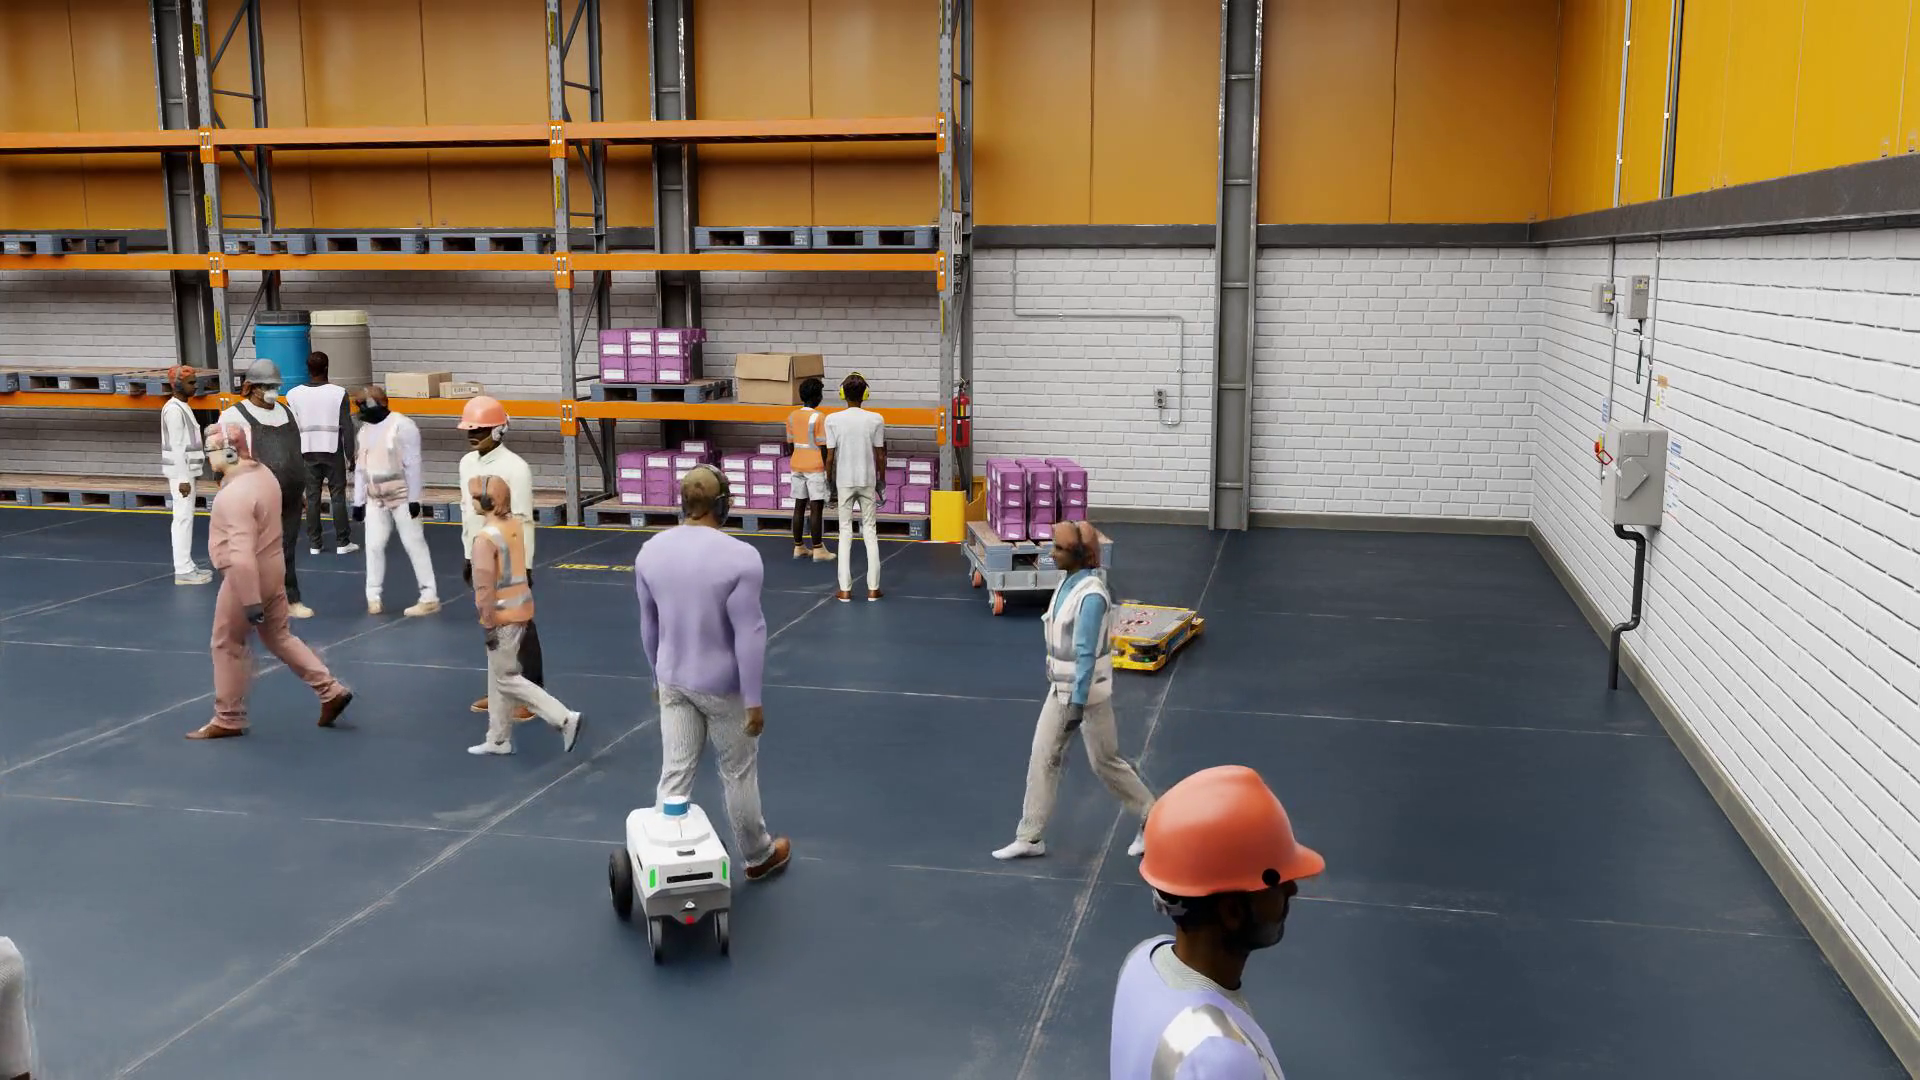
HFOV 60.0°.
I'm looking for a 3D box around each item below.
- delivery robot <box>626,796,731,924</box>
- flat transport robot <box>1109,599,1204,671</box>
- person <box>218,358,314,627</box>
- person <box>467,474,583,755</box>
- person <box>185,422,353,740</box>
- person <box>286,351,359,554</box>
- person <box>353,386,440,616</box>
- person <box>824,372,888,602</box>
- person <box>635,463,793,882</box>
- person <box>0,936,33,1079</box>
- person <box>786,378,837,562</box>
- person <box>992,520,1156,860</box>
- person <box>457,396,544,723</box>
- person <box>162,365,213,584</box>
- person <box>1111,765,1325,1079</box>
[{"bbox_3d":[-1.173,1.306,6.889,0.477,0.478,0.707,-3,10,-18],"label":"delivery robot"},{"bbox_3d":[1.253,0.660,11.826,0.652,0.197,1.431,4,10,21],"label":"flat transport robot"},{"bbox_3d":[-5.253,-0.373,12.712,0.537,2.000,0.679,5,11,30],"label":"person"},{"bbox_3d":[-2.432,0.436,9.196,0.655,1.616,0.528,1,10,7],"label":"person"},{"bbox_3d":[-4.043,0.237,9.643,0.872,1.869,0.660,-1,10,-3],"label":"person"},{"bbox_3d":[-6.012,-0.815,15.696,0.592,1.920,0.392,0,10,-3],"label":"person"},{"bbox_3d":[-4.464,-0.306,13.027,0.657,1.804,0.490,4,10,24],"label":"person"},{"bbox_3d":[-0.846,-0.422,13.544,0.509,1.861,0.329,-1,10,-5],"label":"person"},{"bbox_3d":[-1.070,0.620,7.242,0.653,1.933,0.660,4,11,24],"label":"person"},{"bbox_3d":[-1.990,1.342,3.095,0.629,1.851,0.528,9,13,42],"label":"person"},{"bbox_3d":[-1.379,-0.647,15.364,0.529,1.692,0.321,9,13,43],"label":"person"},{"bbox_3d":[0.598,0.697,7.661,0.817,1.608,0.514,-3,10,-17],"label":"person"},{"bbox_3d":[-2.795,0.118,10.016,0.626,1.981,0.440,8,13,40],"label":"person"},{"bbox_3d":[-6.668,-0.563,14.304,0.338,1.882,0.582,-4,10,-20],"label":"person"},{"bbox_3d":[0.435,1.335,2.894,0.350,1.942,0.545,-2,10,-10],"label":"person"}]
